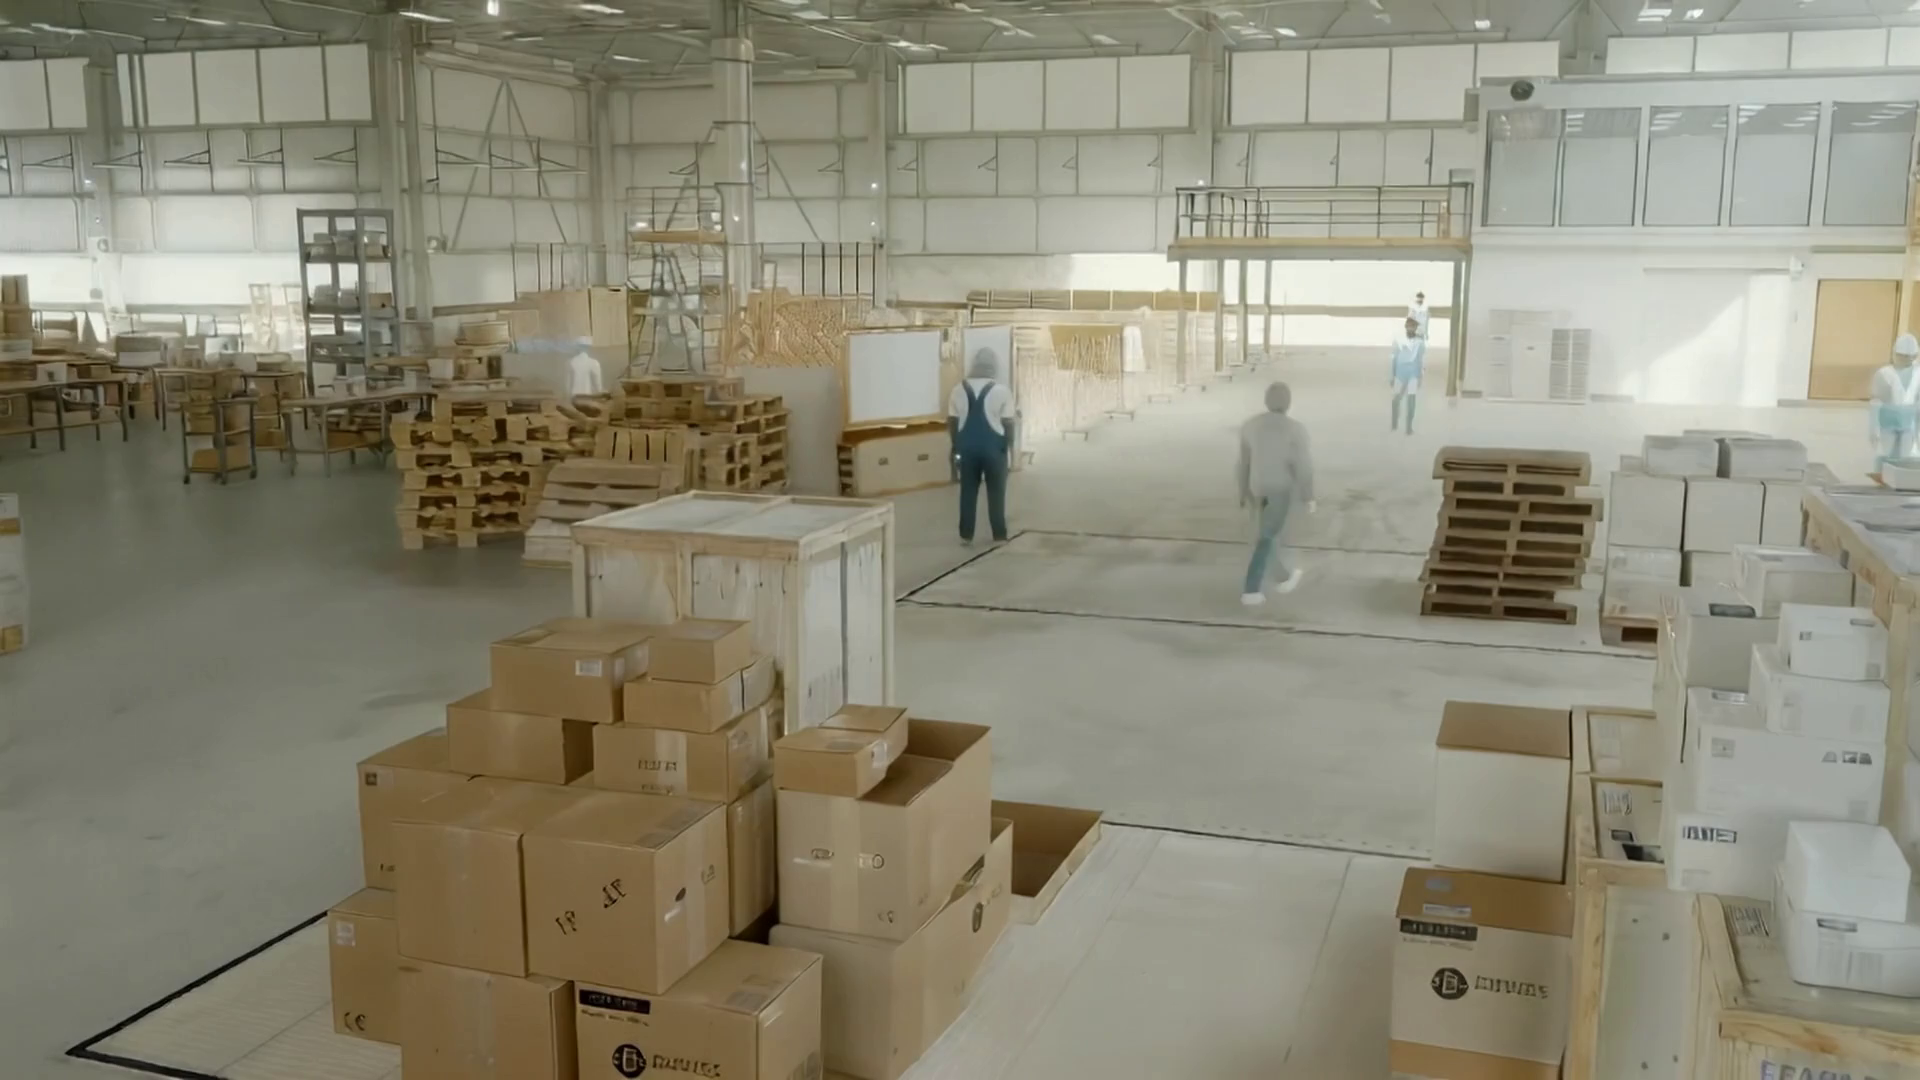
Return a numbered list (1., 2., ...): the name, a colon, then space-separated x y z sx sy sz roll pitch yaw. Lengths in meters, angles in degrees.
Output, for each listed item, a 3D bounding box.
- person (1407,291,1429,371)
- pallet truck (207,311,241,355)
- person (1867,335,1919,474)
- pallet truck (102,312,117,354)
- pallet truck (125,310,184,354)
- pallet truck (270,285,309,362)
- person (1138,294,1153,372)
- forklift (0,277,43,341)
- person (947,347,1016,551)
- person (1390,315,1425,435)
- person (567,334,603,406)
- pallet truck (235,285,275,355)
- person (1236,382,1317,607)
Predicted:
1. person: 11.037 -5.023 40.045 0.587 1.928 0.362 -4 11 -22
2. pallet truck: -19.537 -5.575 44.913 0.653 1.274 1.630 3 11 19
3. person: 10.523 -1.281 18.654 0.614 2.038 0.396 2 10 12
4. pallet truck: -23.057 -5.777 46.261 0.680 1.201 1.601 3 11 19
5. pallet truck: -22.038 -5.665 45.457 0.704 1.261 1.522 3 11 17
6. pallet truck: -17.147 -5.700 43.663 0.823 1.965 1.885 3 11 17
7. person: 4.466 -4.936 39.721 0.422 1.864 0.604 -3 11 -18
8. forklift: -27.151 -6.329 46.328 1.157 1.987 2.680 3 11 17
9. person: 0.246 -0.917 16.602 0.688 2.000 0.536 3 11 18
10. person: 7.205 -2.674 26.845 0.553 1.922 0.724 1 10 6
11. person: -5.395 -2.076 23.953 0.538 1.756 0.393 6 12 30
12. pallet truck: -18.327 -5.835 44.421 0.823 1.965 1.885 4 11 23
13. person: 2.702 -0.402 14.168 0.645 1.883 1.050 10 14 44
